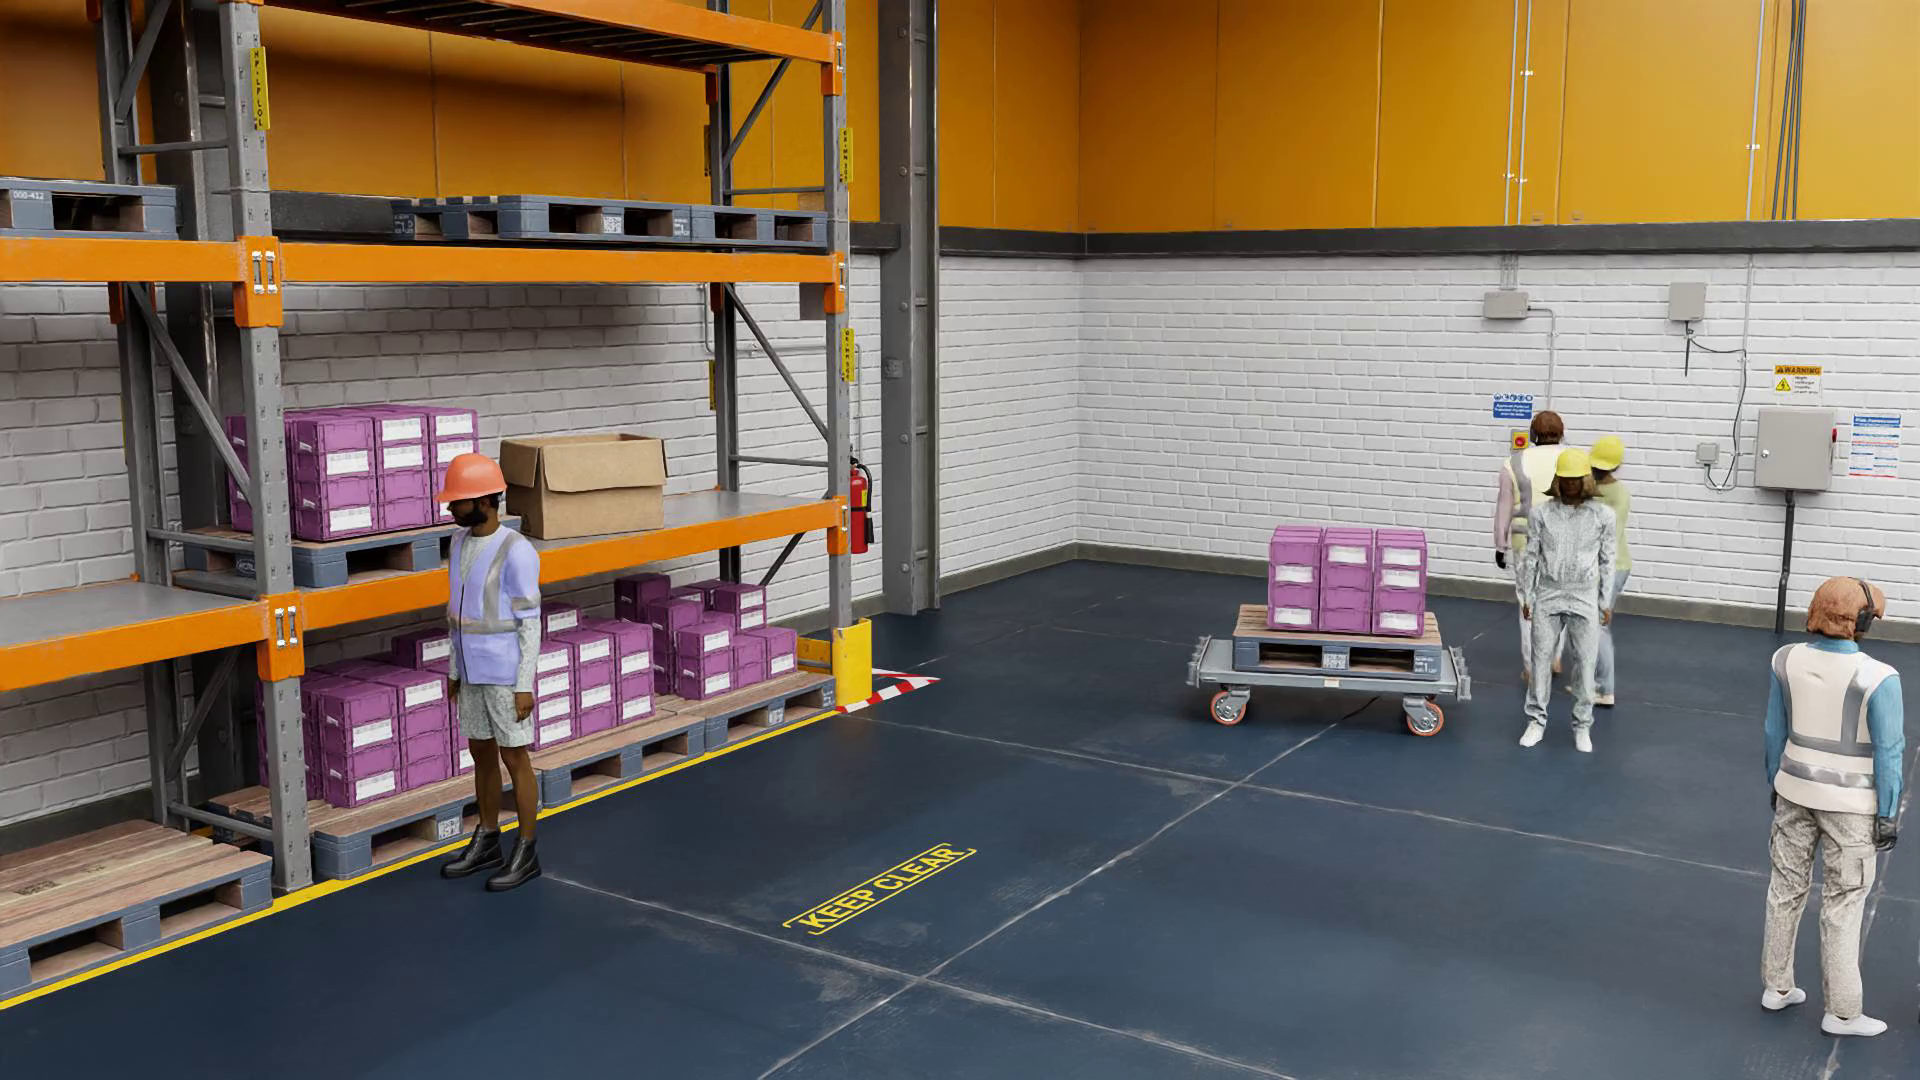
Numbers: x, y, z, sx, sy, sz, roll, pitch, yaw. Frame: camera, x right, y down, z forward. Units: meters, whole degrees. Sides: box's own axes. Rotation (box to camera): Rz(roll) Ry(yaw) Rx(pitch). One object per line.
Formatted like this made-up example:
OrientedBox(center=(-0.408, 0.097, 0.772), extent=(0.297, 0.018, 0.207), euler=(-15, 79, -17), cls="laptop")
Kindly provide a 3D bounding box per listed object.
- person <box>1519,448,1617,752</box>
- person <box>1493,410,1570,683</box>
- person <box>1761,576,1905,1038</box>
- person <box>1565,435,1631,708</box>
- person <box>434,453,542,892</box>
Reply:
OrientedBox(center=(3.456, 0.341, 9.472), extent=(0.492, 1.741, 0.321), euler=(4, 9, 22), cls="person")
OrientedBox(center=(3.919, 0.036, 11.196), extent=(0.654, 1.816, 0.668), euler=(2, 9, 10), cls="person")
OrientedBox(center=(3.092, 0.939, 5.919), extent=(0.308, 1.640, 0.511), euler=(-4, 10, -26), cls="person")
OrientedBox(center=(4.075, 0.181, 10.579), extent=(0.330, 1.727, 0.568), euler=(0, 9, -1), cls="person")
OrientedBox(center=(-2.078, 0.577, 7.319), extent=(0.543, 1.932, 0.376), euler=(7, 11, 37), cls="person")
